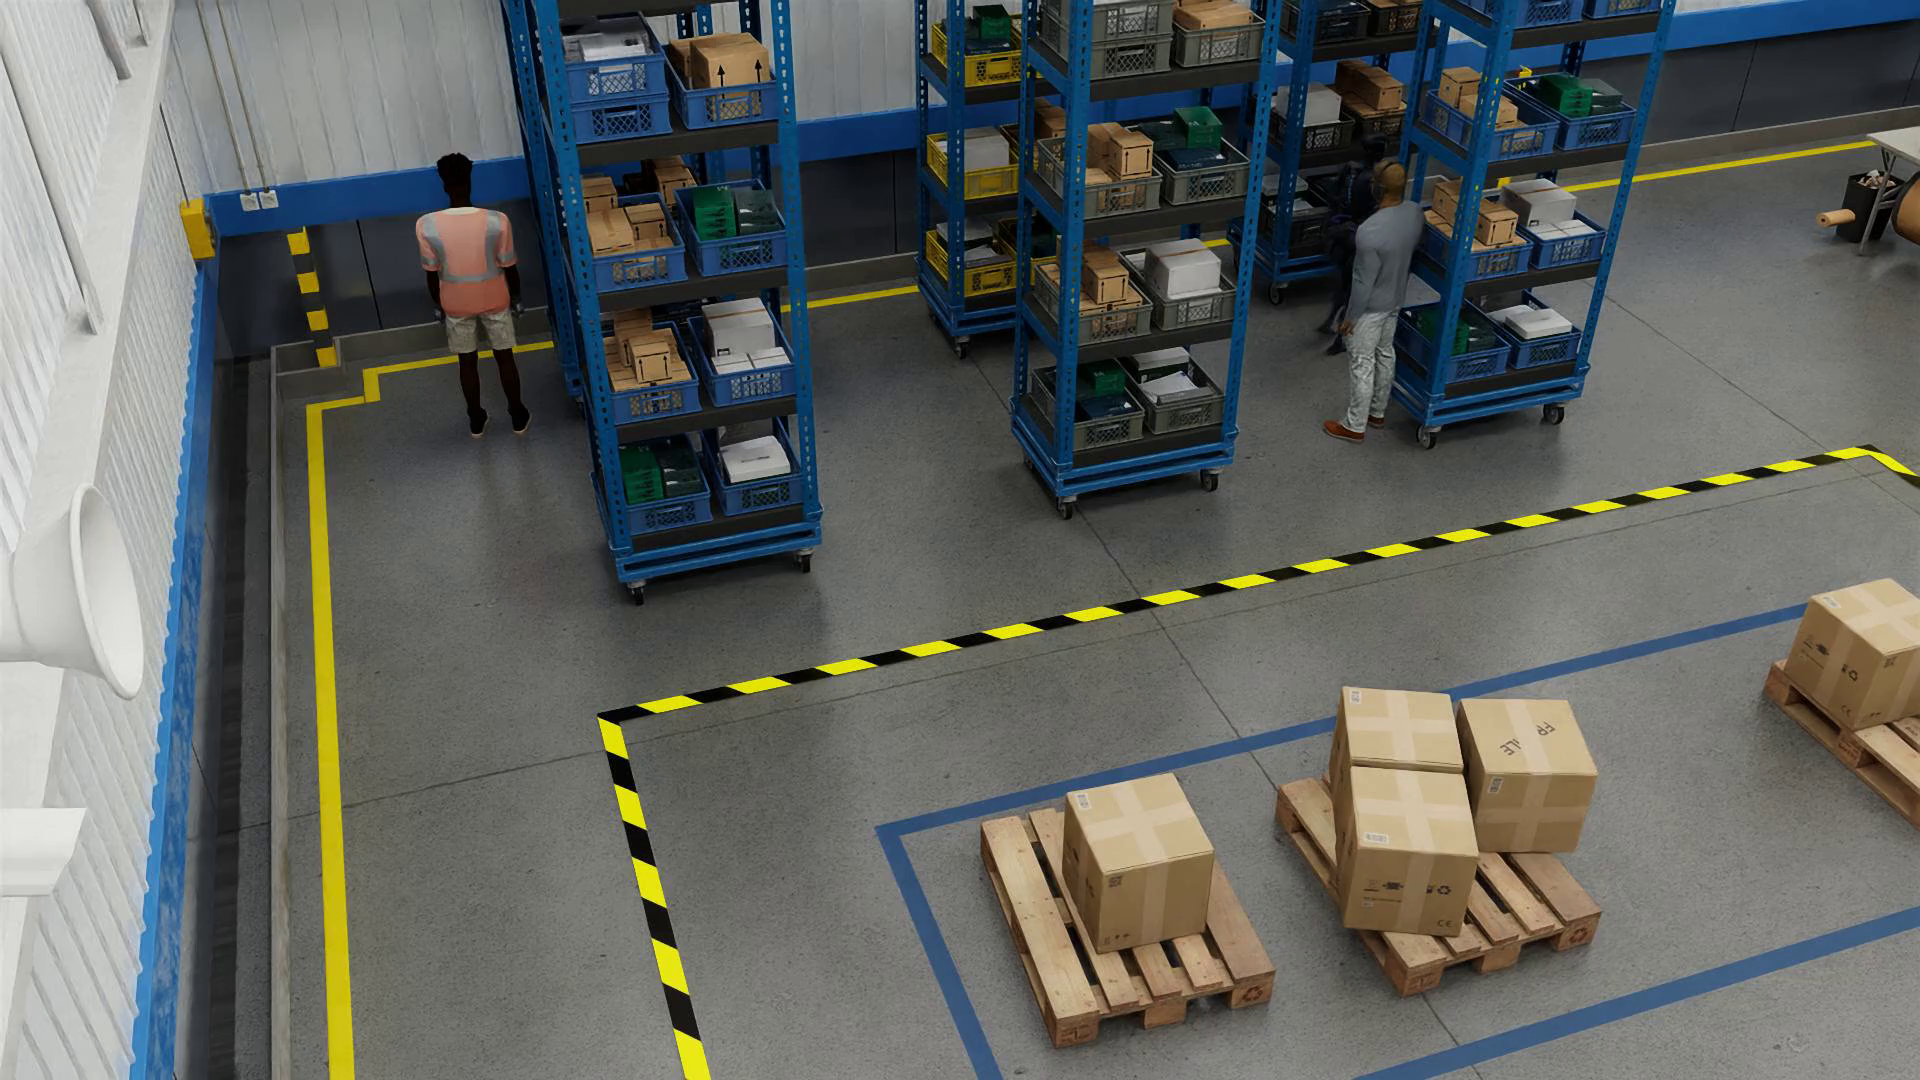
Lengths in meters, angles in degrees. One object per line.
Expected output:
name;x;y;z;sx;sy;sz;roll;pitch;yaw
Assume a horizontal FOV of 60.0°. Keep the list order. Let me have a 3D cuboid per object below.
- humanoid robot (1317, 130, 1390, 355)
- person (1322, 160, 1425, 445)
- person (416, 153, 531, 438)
humanoid robot;2.812;-2.106;11.819;0.368;1.643;0.610;-20;40;-26
person;2.689;-1.530;10.778;0.634;1.936;0.353;-30;45;-35
person;-3.139;-1.563;10.812;0.596;1.958;0.370;-8;36;-11
